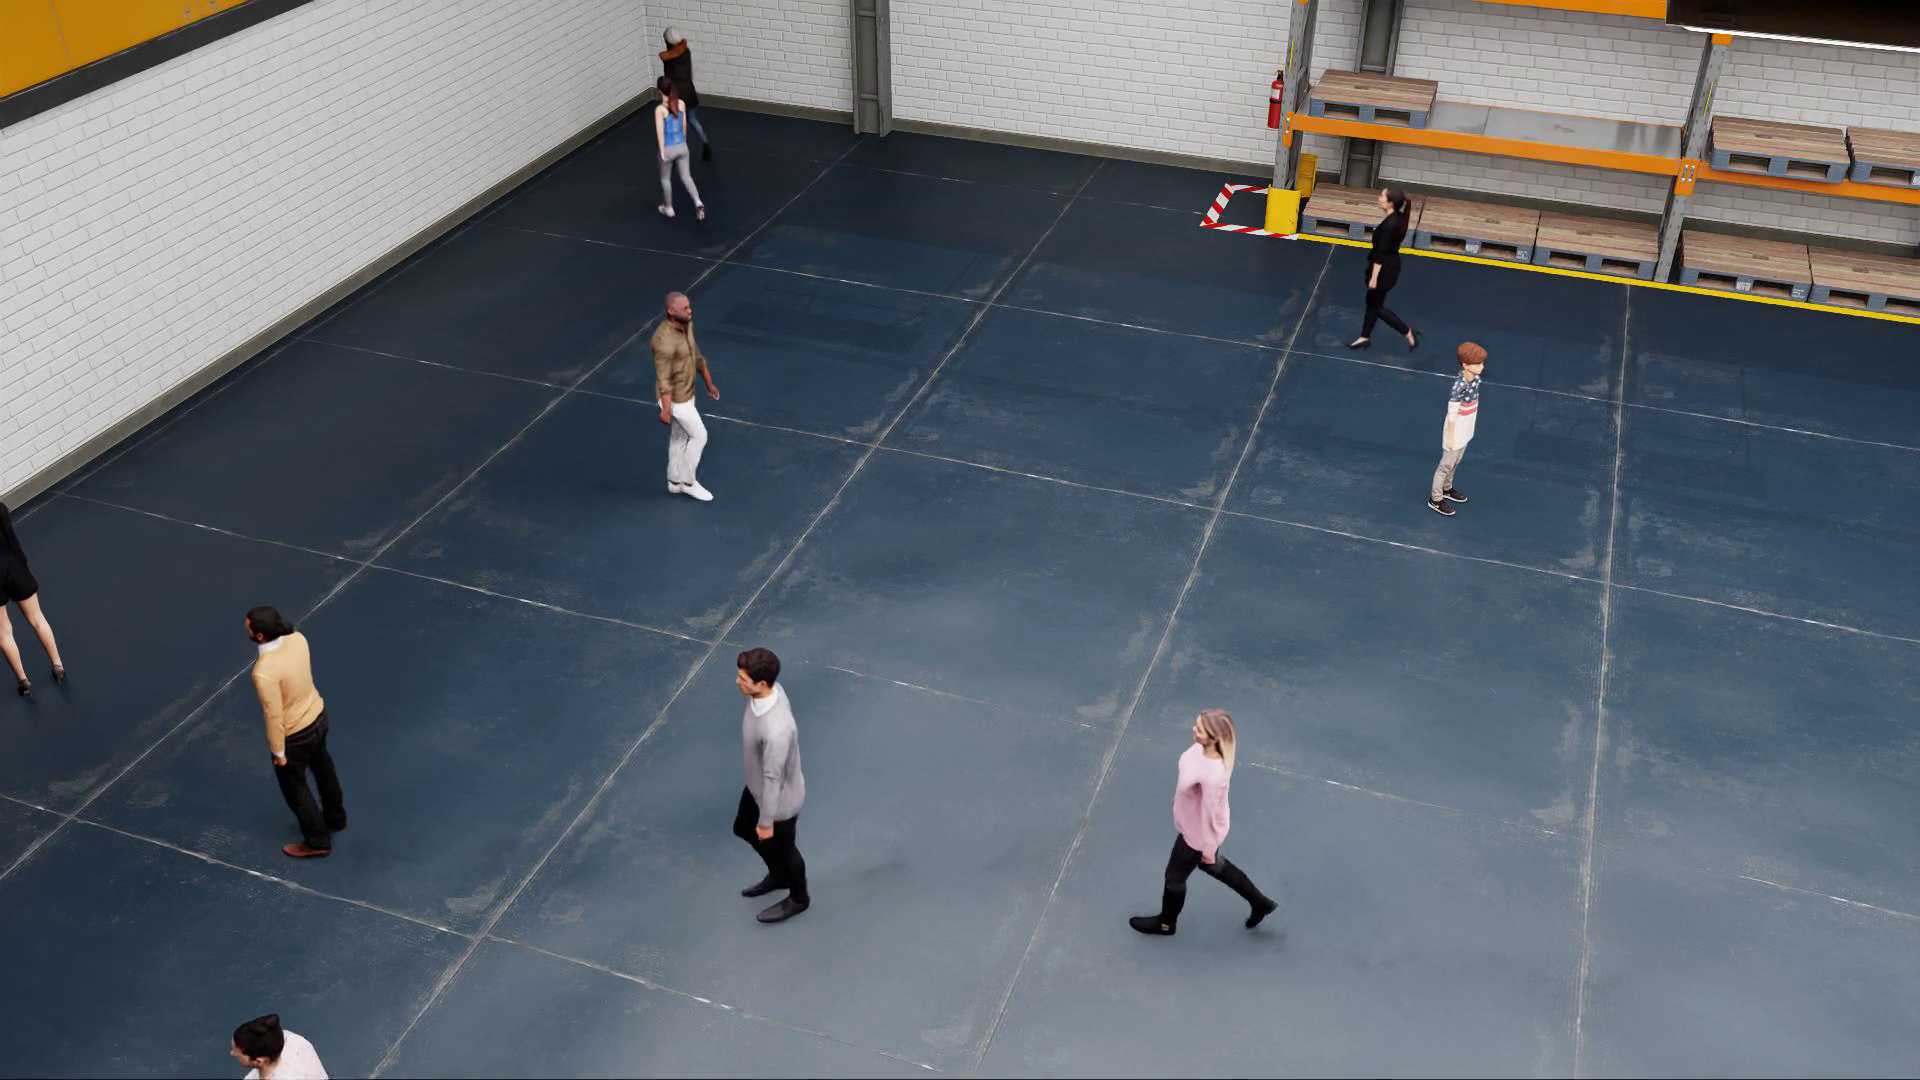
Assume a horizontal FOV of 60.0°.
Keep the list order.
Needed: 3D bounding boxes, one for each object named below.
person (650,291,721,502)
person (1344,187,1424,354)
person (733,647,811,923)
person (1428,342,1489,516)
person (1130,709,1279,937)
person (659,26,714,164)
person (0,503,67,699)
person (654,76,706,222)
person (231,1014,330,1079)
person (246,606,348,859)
[{"bbox_3d":[-2.303,-1.150,13.182,0.784,1.809,0.796,4,34,5],"label":"person"},{"bbox_3d":[3.949,-2.411,15.228,0.951,1.643,0.663,16,37,23],"label":"person"},{"bbox_3d":[-0.953,1.372,9.296,0.892,1.909,0.848,-13,36,-18],"label":"person"},{"bbox_3d":[3.944,-0.905,13.146,0.555,1.439,0.568,22,39,29],"label":"person"},{"bbox_3d":[1.423,1.587,9.191,1.081,1.668,0.694,6,34,9],"label":"person"},{"bbox_3d":[-3.213,-5.187,19.427,1.072,1.617,0.889,27,42,34],"label":"person"},{"bbox_3d":[-6.396,0.280,11.067,0.652,1.768,0.668,-26,41,-33],"label":"person"},{"bbox_3d":[-3.051,-4.195,17.962,0.874,1.588,1.054,-25,41,-33],"label":"person"},{"bbox_3d":[-2.879,2.697,7.472,1.132,1.722,0.981,-6,34,-9],"label":"person"},{"bbox_3d":[-3.900,1.108,9.834,0.681,1.754,0.719,4,34,7],"label":"person"}]
